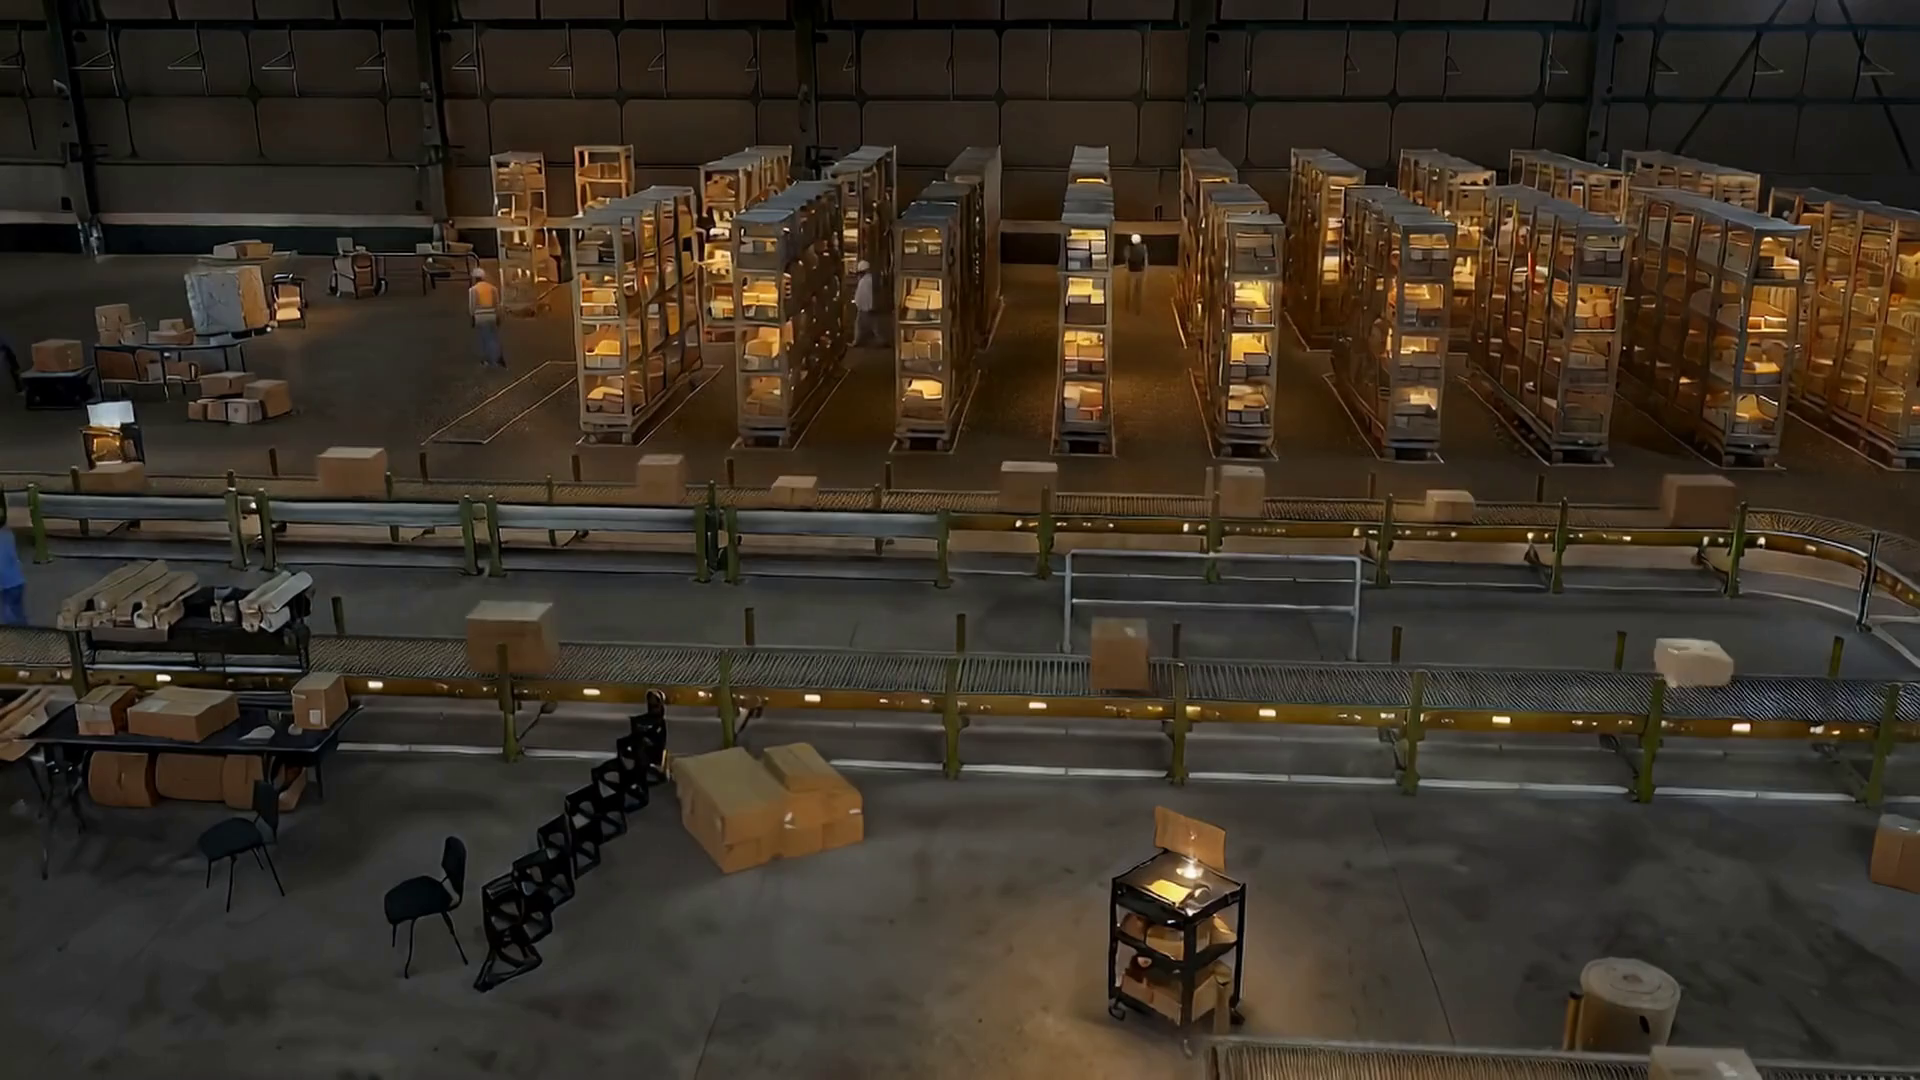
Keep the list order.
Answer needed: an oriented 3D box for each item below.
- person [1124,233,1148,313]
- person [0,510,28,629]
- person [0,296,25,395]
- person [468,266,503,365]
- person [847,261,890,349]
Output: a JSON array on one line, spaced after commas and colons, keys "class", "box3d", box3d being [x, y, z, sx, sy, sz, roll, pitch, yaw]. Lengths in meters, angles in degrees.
[{"class": "person", "box3d": [4.009, -6.136, 38.100, 0.575, 1.790, 0.978, -1, 18, -4]}, {"class": "person", "box3d": [-9.920, 0.458, 17.250, 0.365, 1.755, 0.526, -2, 18, -5]}, {"class": "person", "box3d": [-17.055, -3.465, 29.376, 0.617, 1.959, 1.009, 10, 20, 30]}, {"class": "person", "box3d": [-9.125, -4.296, 32.041, 0.613, 1.930, 0.628, -14, 22, -37]}, {"class": "person", "box3d": [-1.865, -4.766, 33.723, 0.799, 1.811, 0.584, 2, 18, 6]}]
